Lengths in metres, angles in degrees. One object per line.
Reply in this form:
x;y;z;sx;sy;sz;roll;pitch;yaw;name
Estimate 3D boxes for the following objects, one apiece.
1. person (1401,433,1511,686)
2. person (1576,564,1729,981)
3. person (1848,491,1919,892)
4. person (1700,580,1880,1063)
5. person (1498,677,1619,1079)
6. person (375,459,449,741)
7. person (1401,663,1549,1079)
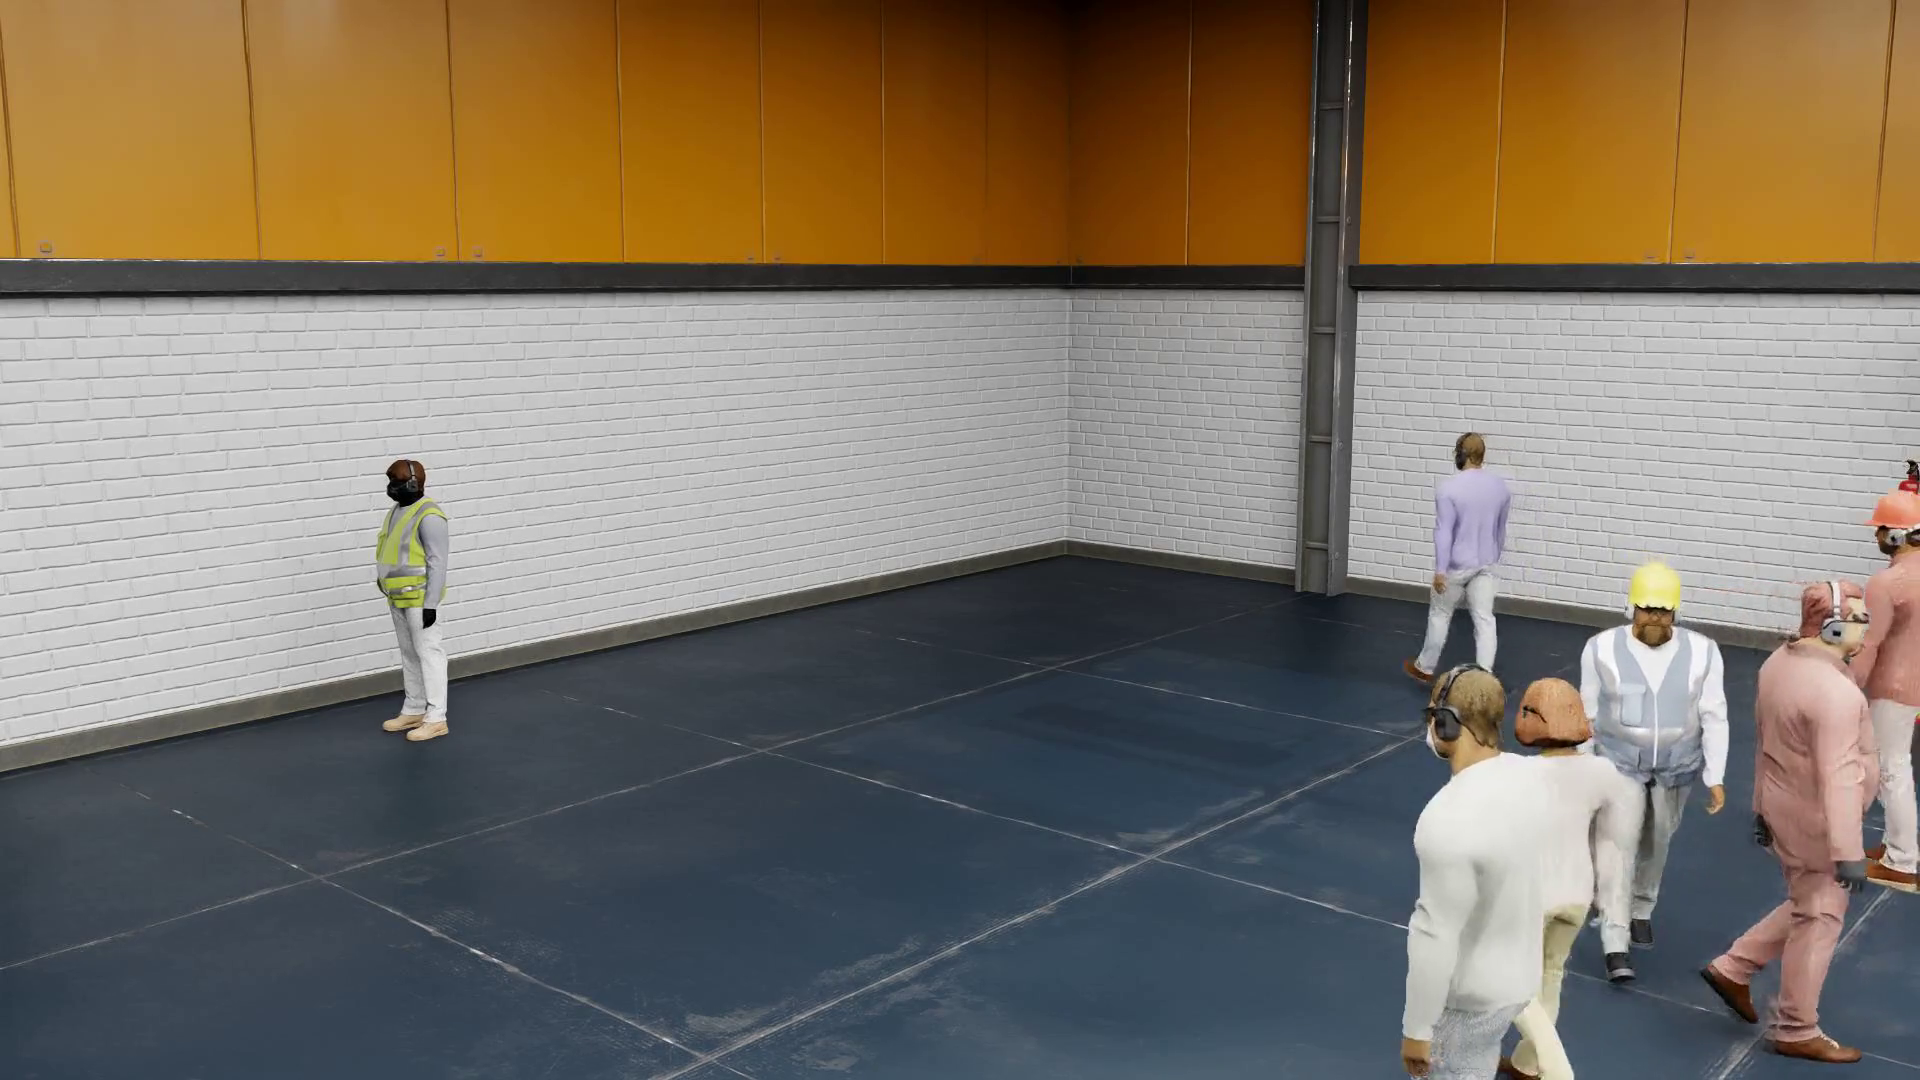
3.602;0.170;12.058;0.659;1.903;0.930;-3;10;-19;person
2.998;1.000;7.211;0.595;1.781;0.931;2;9;14;person
4.617;0.742;8.249;0.613;1.975;0.522;-7;11;-36;person
3.254;1.084;6.381;0.480;1.892;0.647;2;9;12;person
2.109;1.293;5.935;0.518;1.615;0.687;-2;9;-13;person
-3.595;0.385;10.919;0.430;1.845;0.620;-8;12;-42;person
1.463;1.312;4.860;0.446;1.919;0.656;7;12;39;person
